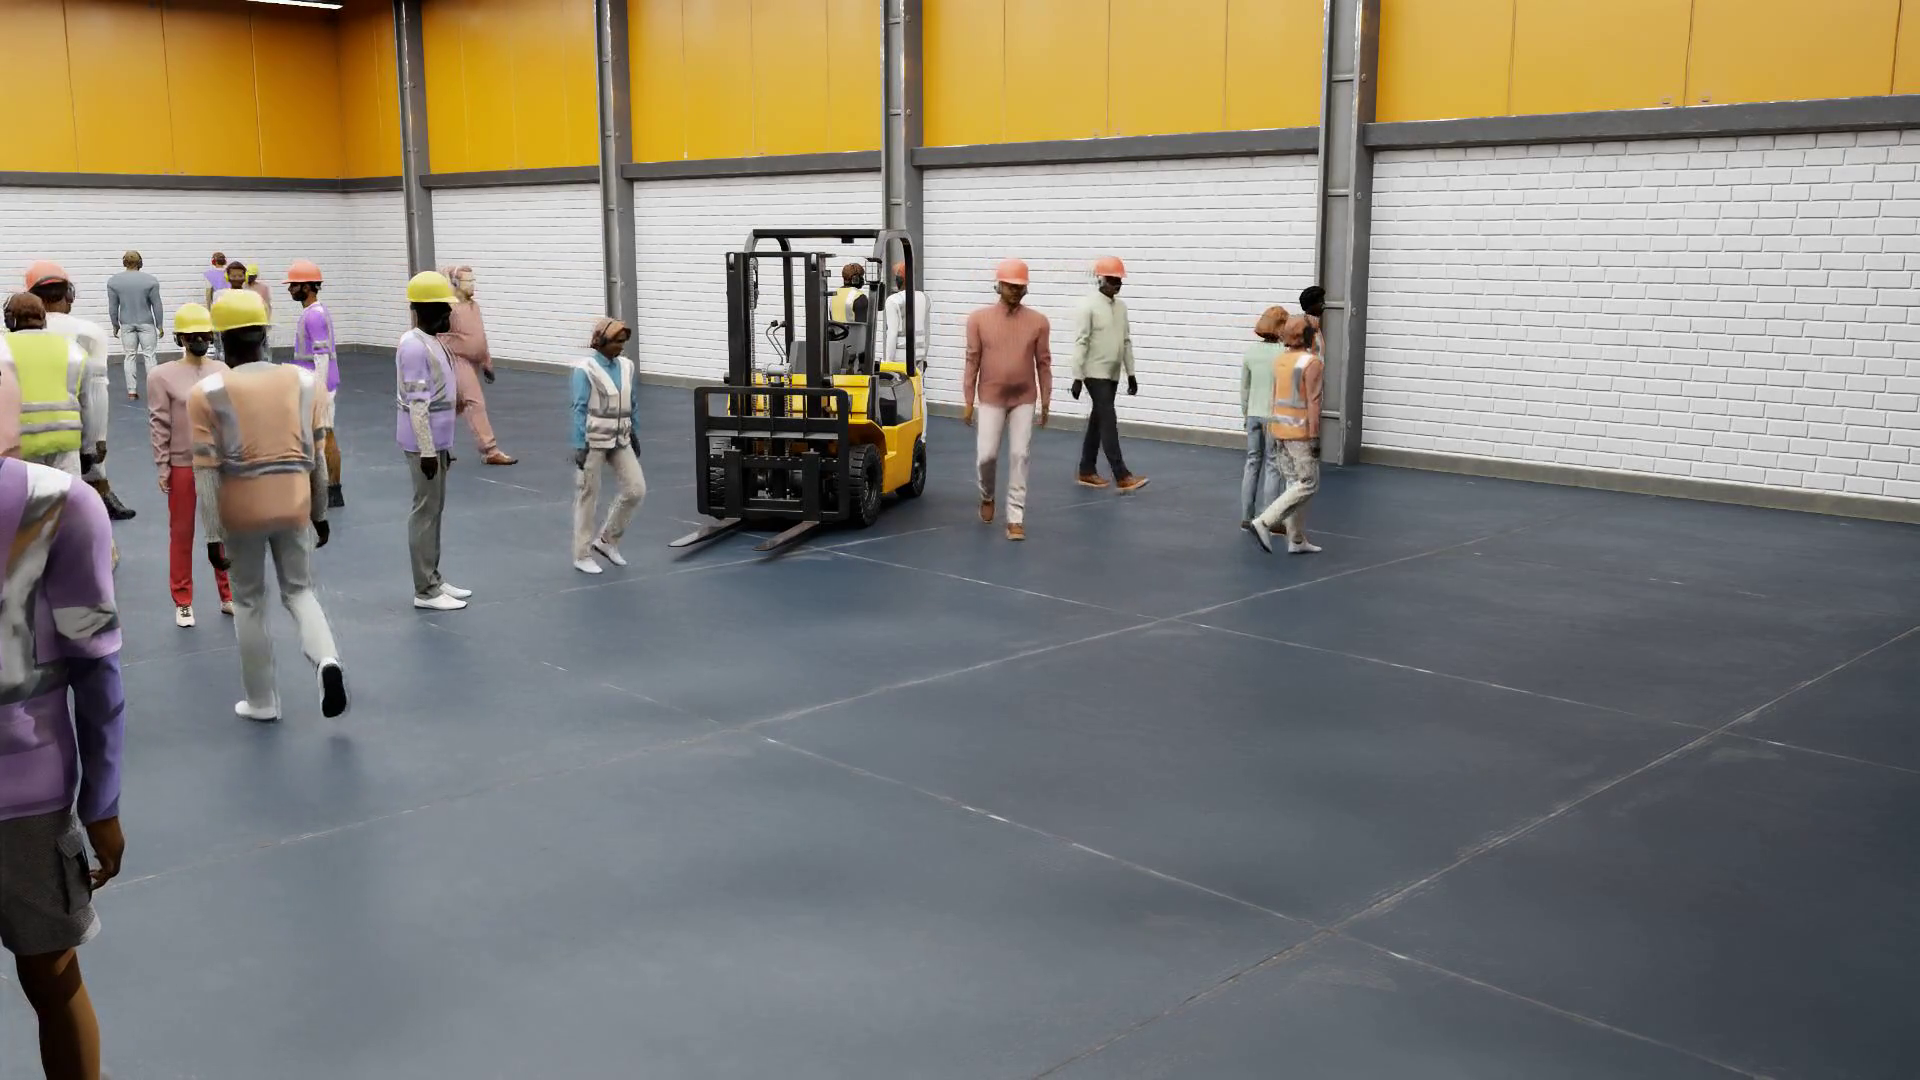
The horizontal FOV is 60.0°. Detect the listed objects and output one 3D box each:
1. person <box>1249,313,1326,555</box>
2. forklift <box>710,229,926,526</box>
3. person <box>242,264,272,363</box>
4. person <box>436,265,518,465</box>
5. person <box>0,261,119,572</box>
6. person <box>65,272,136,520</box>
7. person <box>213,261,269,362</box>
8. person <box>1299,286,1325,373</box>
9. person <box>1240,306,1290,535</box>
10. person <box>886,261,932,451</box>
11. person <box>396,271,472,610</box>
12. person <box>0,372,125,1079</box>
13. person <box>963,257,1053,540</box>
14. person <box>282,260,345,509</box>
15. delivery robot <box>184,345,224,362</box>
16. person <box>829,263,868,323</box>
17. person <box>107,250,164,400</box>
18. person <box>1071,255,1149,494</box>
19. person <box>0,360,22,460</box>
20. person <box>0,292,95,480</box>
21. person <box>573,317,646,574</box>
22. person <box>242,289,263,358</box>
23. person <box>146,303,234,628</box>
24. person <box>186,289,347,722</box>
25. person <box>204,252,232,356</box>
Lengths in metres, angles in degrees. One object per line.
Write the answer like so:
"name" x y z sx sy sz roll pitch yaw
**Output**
"person" 2.184 -0.684 11.001 0.509 1.619 0.529 -3 11 -18
"forklift" -1.050 -1.319 12.920 1.214 2.155 2.313 2 11 13
"person" -11.007 -3.468 26.022 0.527 1.686 0.979 -1 10 -6
"person" -4.640 -1.631 15.549 0.985 1.862 0.661 2 11 11
"person" -5.458 -0.689 10.095 0.606 1.976 1.006 -4 11 -20
"person" -6.761 -1.073 12.454 1.029 1.885 0.539 4 11 20
"person" -7.800 -2.083 18.021 0.561 1.851 0.397 -5 11 -23
"person" 3.073 -1.408 14.791 0.320 1.690 0.537 3 11 17
"person" 2.211 -0.854 11.907 0.271 1.631 0.515 -7 13 -35
"person" -0.523 -1.781 16.290 0.355 1.882 0.576 9 14 41
"person" -3.027 -0.569 9.555 0.380 1.928 0.586 -1 10 -8
"person" -1.999 0.513 3.341 0.607 2.044 0.375 -3 11 -14
"person" 0.338 -1.002 11.756 0.639 1.980 0.574 -1 10 -7
"person" -5.062 -1.213 13.043 0.373 1.938 0.545 -4 11 -21
"delivery robot" -11.594 -2.853 25.501 0.707 0.478 0.477 9 14 40
"person" -1.112 -1.991 17.545 0.429 1.844 0.627 -8 13 -36
"person" -10.661 -2.776 21.560 0.635 1.937 0.353 -2 11 -13
"person" 1.307 -1.371 13.854 0.887 1.957 0.641 8 13 37
"person" -4.376 -0.126 7.265 0.491 1.886 0.652 0 10 -2
"person" -5.353 -0.523 9.667 0.634 1.805 0.649 9 14 42
"person" -2.246 -0.594 10.530 0.436 1.616 0.618 6 12 31
"person" -7.010 -1.635 16.211 0.550 1.612 0.512 2 11 11
"person" -4.161 -0.415 9.155 0.523 1.769 0.324 -9 14 -42
"person" -2.962 -0.117 7.140 0.598 1.906 0.646 -10 14 -42
"person" -12.462 -3.938 28.143 0.563 1.847 0.394 -10 14 -42
